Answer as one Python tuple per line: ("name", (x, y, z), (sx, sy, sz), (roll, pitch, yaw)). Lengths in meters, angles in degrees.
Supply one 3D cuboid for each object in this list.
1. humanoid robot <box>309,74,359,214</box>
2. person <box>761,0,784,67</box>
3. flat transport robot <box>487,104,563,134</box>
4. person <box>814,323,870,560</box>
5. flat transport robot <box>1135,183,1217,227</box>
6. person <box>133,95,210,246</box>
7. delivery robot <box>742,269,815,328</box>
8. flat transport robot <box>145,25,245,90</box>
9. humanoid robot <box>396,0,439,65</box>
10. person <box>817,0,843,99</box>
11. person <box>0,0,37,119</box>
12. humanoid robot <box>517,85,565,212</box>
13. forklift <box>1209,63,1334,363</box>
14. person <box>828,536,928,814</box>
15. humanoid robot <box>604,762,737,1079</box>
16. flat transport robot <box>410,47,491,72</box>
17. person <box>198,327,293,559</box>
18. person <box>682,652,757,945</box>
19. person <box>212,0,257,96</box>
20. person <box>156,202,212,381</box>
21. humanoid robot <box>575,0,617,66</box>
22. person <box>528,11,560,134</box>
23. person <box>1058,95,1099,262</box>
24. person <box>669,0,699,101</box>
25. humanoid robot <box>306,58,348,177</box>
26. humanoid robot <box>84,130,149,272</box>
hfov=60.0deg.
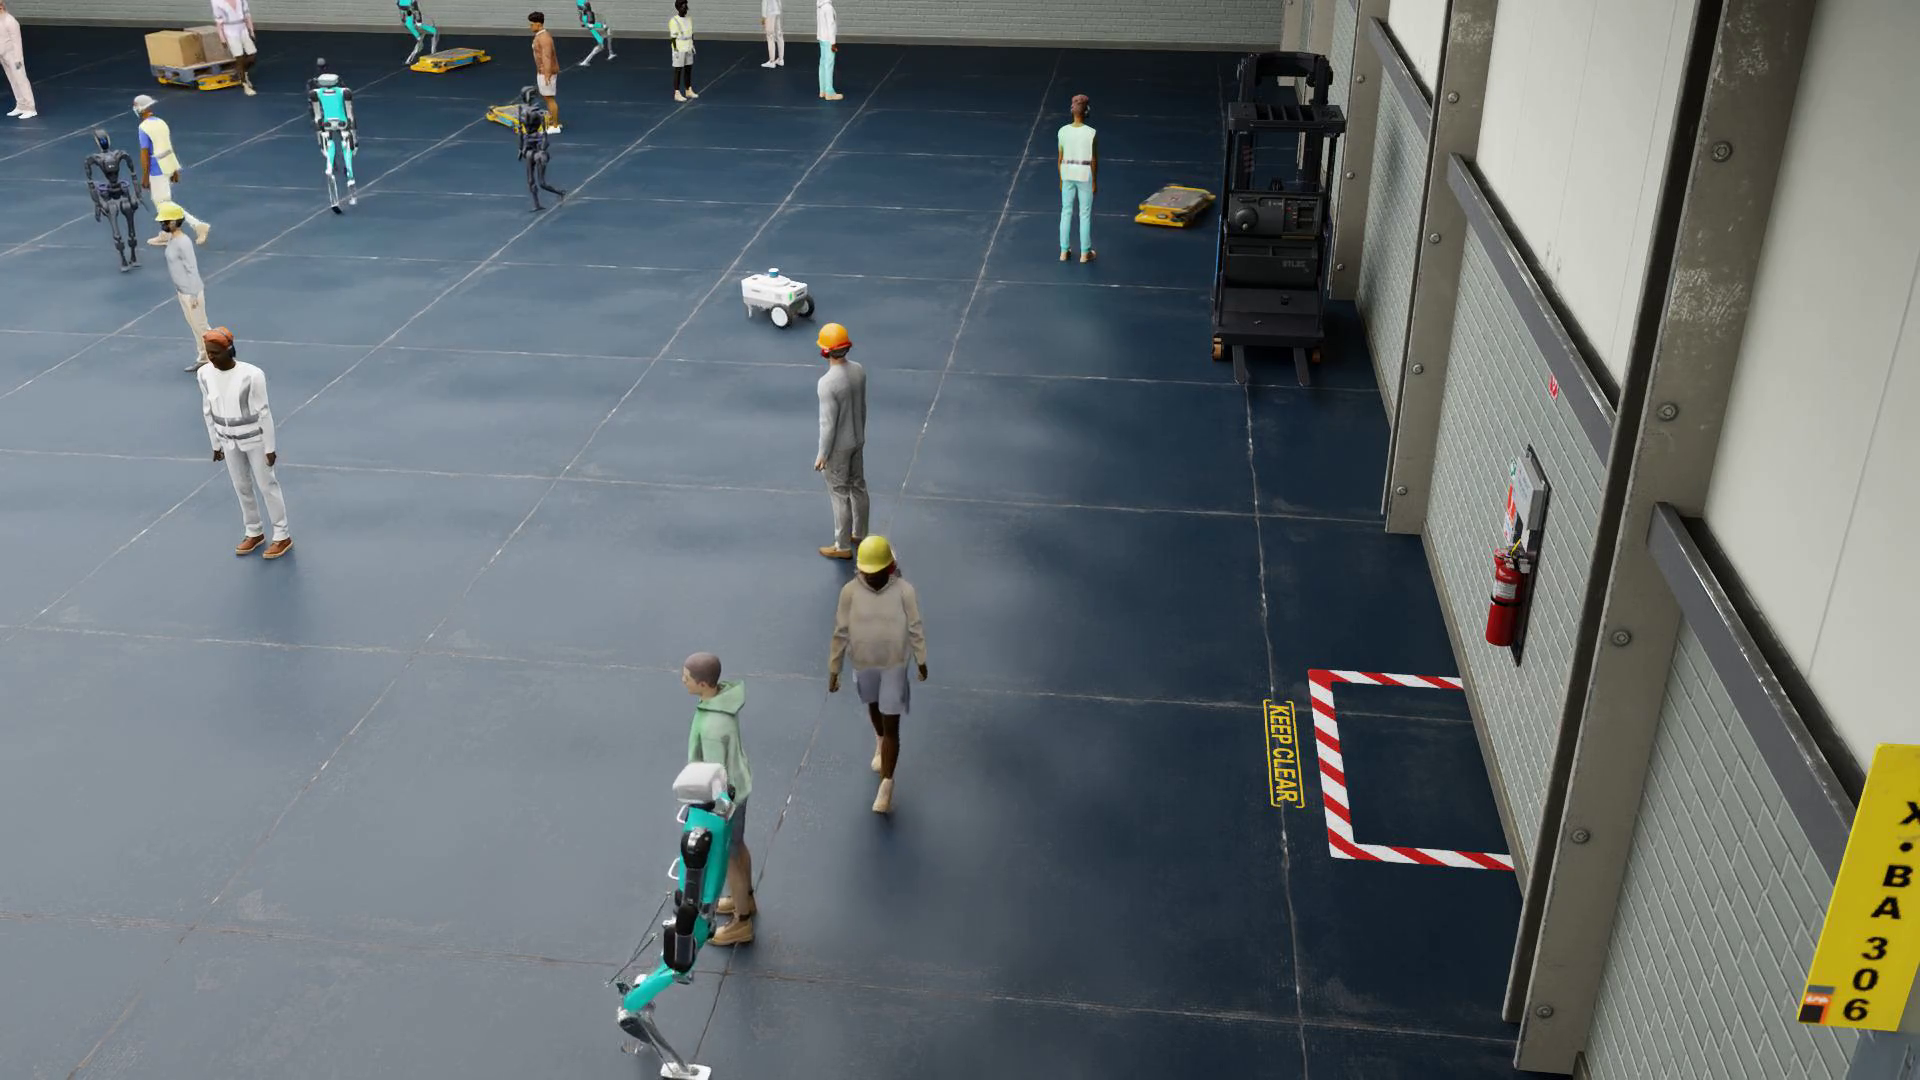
("humanoid robot", (-8.203, -5.141, 21.813), (0.532, 1.775, 0.997), (-4, 27, -8))
("person", (-3.464, -9.700, 30.713), (0.402, 1.876, 0.495), (19, 33, 34))
("flat transport robot", (-6.974, -6.741, 26.595), (0.659, 0.231, 1.431), (-19, 32, -33))
("person", (-0.924, -0.762, 12.848), (0.368, 1.892, 0.584), (15, 30, 28))
("flat transport robot", (2.863, -4.415, 21.952), (0.659, 0.231, 1.431), (12, 29, 23))
("person", (-9.712, -4.487, 20.315), (0.786, 1.863, 0.539), (0, 27, -1))
("delivery robot", (-1.990, -2.655, 18.115), (0.762, 0.590, 0.526), (15, 30, 27))
("flat transport robot", (-13.481, -8.167, 29.442), (1.431, 0.231, 0.659), (16, 31, 28))
("humanoid robot", (-10.050, -9.681, 30.851), (0.565, 1.776, 0.898), (18, 32, 32))
("person", (-2.238, -8.464, 28.200), (0.357, 1.915, 0.493), (-11, 29, -22))
("person", (-15.369, -7.797, 26.885), (0.636, 1.902, 0.409), (20, 33, 34))
("humanoid robot", (-5.553, -5.163, 21.876), (0.586, 1.637, 0.475), (19, 32, 33))
("forklift", (3.241, -3.477, 17.183), (1.129, 2.768, 1.873), (3, 27, 6))
("person", (-0.505, 0.776, 9.973), (0.568, 1.716, 0.903), (4, 27, 8))
("humanoid robot", (-1.435, 1.870, 7.874), (0.811, 1.877, 0.556), (4, 27, 7))
("flat transport robot", (-9.487, -8.941, 30.987), (0.659, 0.231, 1.431), (13, 29, 24))
("person", (-5.537, -0.750, 12.849), (0.565, 1.878, 0.353), (5, 27, 11))
("person", (-1.255, 1.359, 8.791), (0.322, 1.735, 0.476), (-1, 27, -3))
("person", (-12.359, -8.629, 28.411), (0.515, 2.018, 0.628), (22, 34, 37))
("person", (-7.605, -2.454, 16.361), (0.295, 1.772, 0.532), (-20, 33, -34))
("humanoid robot", (-6.731, -9.709, 30.931), (1.006, 1.775, 0.530), (-16, 31, -29))
("person", (-6.447, -7.296, 25.947), (0.411, 1.846, 0.788), (-10, 28, -19))
("person", (1.403, -4.293, 19.805), (0.489, 1.978, 0.398), (9, 28, 18))
("person", (-4.680, -8.297, 28.116), (0.322, 1.690, 0.532), (16, 31, 29))
("humanoid robot", (-8.908, -5.972, 23.519), (0.600, 1.638, 0.680), (-11, 29, -21))
("humanoid robot", (-9.876, -3.992, 19.543), (0.589, 1.648, 0.538), (-21, 33, -35))
